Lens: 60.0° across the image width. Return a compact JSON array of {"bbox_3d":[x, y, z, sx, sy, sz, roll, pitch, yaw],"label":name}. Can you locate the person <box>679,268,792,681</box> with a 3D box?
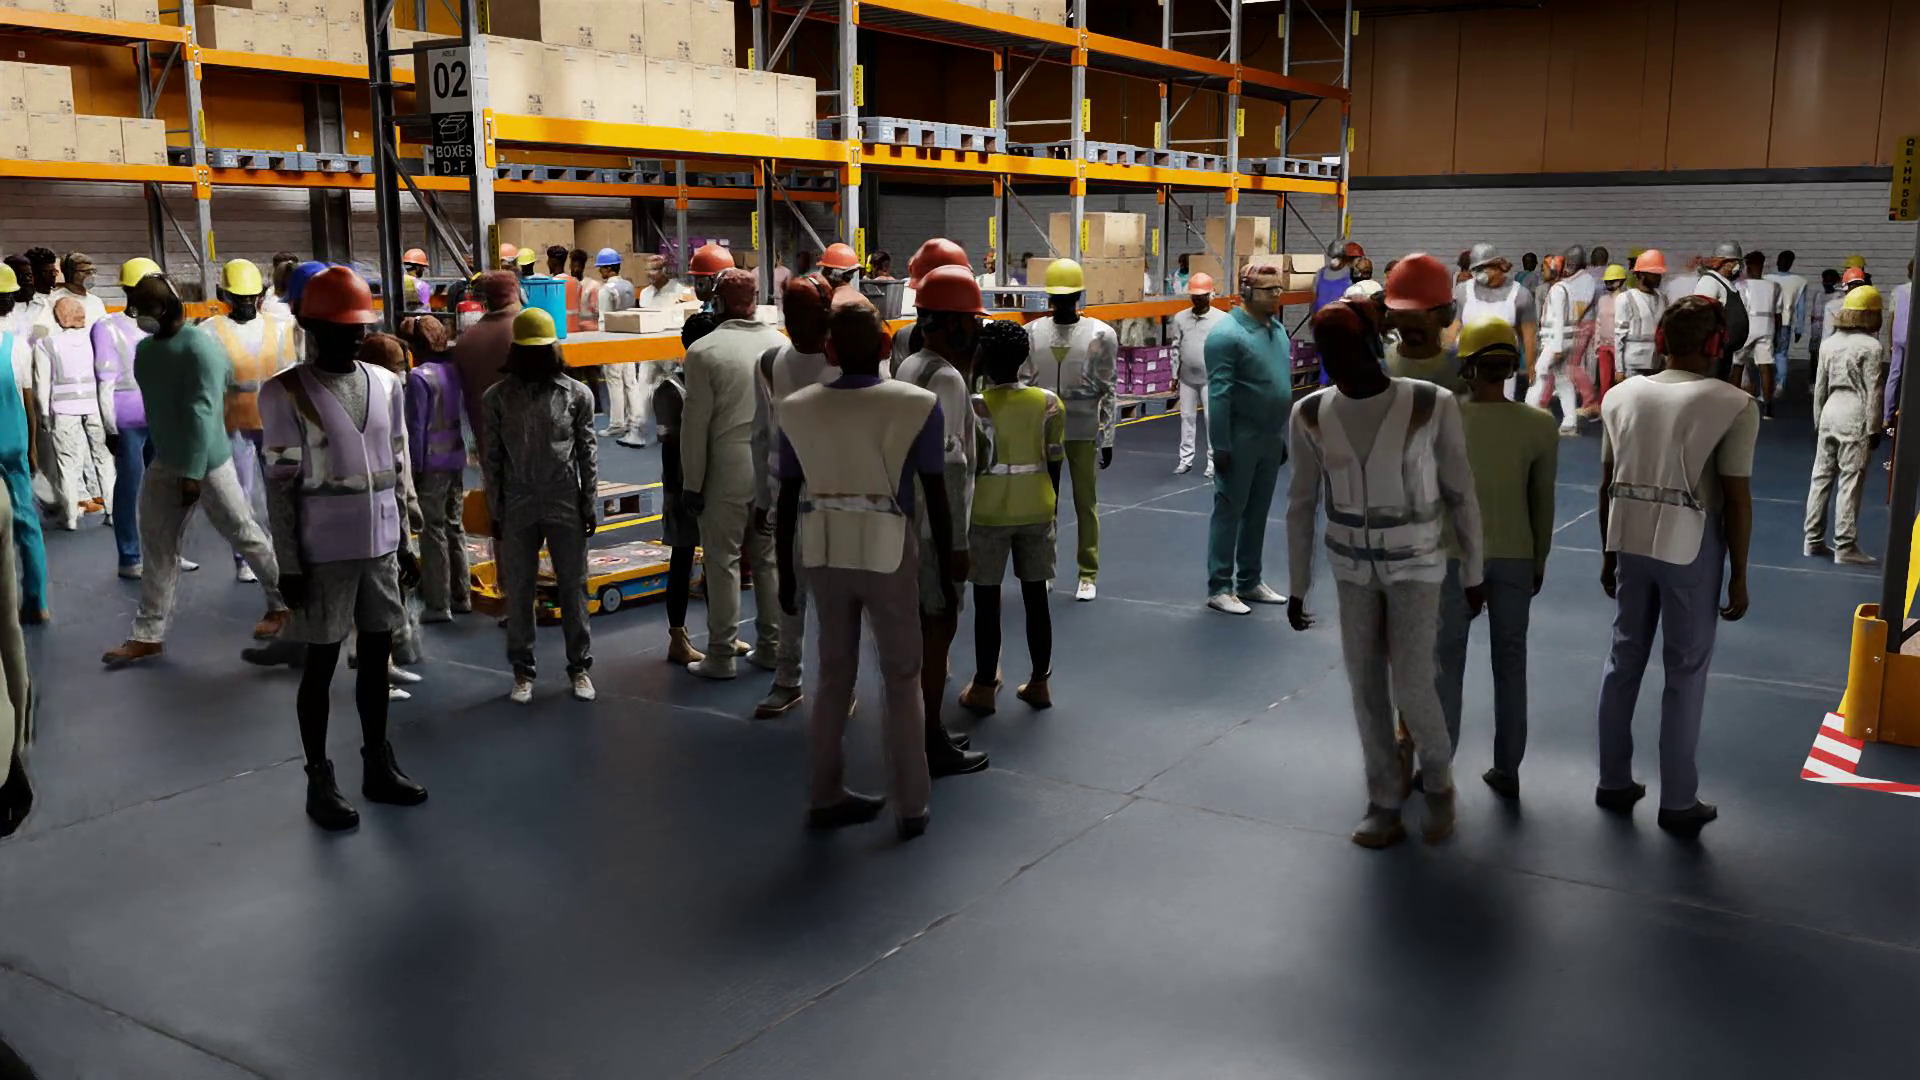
[{"bbox_3d":[-1.024,-0.301,7.719,0.653,1.895,0.400,-10,14,-44],"label":"person"}]

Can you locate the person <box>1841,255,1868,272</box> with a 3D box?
[{"bbox_3d":[12.174,-2.970,22.694,0.403,1.825,0.593,4,11,23],"label":"person"}]

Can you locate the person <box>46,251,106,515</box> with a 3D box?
[{"bbox_3d":[-6.489,-1.160,12.341,0.373,1.940,0.629,0,10,2],"label":"person"}]

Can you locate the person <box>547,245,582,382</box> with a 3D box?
[{"bbox_3d":[-4.503,-2.341,18.806,0.367,1.966,0.604,4,11,19],"label":"person"}]

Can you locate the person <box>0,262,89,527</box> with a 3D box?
[{"bbox_3d":[-6.614,-0.997,11.627,0.989,1.860,0.581,1,10,7],"label":"person"}]

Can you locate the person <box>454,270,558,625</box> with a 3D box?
[{"bbox_3d":[-2.321,-0.507,8.942,0.706,1.860,0.845,3,11,17],"label":"person"}]

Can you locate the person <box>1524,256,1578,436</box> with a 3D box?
[{"bbox_3d":[6.052,-2.004,17.246,0.867,1.850,0.604,5,12,27],"label":"person"}]

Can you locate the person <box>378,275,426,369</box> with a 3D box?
[{"bbox_3d":[-4.933,-1.511,14.924,0.499,1.702,0.795,-2,10,-9],"label":"person"}]

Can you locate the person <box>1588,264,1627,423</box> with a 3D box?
[{"bbox_3d":[7.144,-2.128,18.219,0.350,1.759,0.523,-4,11,-22],"label":"person"}]

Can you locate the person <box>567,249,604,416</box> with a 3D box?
[{"bbox_3d":[-4.390,-2.372,19.110,0.718,1.930,0.442,5,11,24],"label":"person"}]

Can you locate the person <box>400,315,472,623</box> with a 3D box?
[{"bbox_3d":[-2.787,-0.379,8.867,0.313,1.630,0.528,1,10,7],"label":"person"}]

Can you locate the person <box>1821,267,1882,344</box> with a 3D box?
[{"bbox_3d":[8.952,-1.870,16.789,0.564,1.751,0.342,0,10,3],"label":"person"}]

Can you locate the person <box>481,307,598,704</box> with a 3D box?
[{"bbox_3d":[-1.819,-0.141,7.260,0.485,1.737,0.321,-2,10,-12],"label":"person"}]

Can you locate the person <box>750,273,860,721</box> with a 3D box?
[{"bbox_3d":[-0.615,-0.171,7.008,0.575,1.885,0.361,4,11,20],"label":"person"}]

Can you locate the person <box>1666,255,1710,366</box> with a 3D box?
[{"bbox_3d":[8.824,-2.529,20.218,1.011,1.829,0.722,-5,11,-24],"label":"person"}]

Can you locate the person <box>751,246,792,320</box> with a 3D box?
[{"bbox_3d":[-2.759,-3.336,24.399,0.632,1.940,0.372,-3,11,-14],"label":"person"}]

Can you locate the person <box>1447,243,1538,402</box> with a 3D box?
[{"bbox_3d":[4.523,-1.533,14.125,0.774,2.000,0.548,4,11,21],"label":"person"}]

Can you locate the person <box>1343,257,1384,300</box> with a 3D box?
[{"bbox_3d":[4.191,-2.037,17.471,0.624,1.845,0.430,-10,14,-44],"label":"person"}]

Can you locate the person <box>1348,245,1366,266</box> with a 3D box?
[{"bbox_3d":[6.440,-3.845,27.218,0.542,1.939,0.362,-9,14,-42],"label":"person"}]

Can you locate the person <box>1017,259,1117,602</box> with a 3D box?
[{"bbox_3d":[0.586,-0.610,9.355,0.586,1.919,0.397,3,11,18],"label":"person"}]

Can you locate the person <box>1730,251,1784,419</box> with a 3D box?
[{"bbox_3d":[9.132,-2.345,19.059,0.628,1.905,0.852,0,10,3],"label":"person"}]

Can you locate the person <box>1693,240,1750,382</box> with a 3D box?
[{"bbox_3d":[7.601,-1.989,16.650,0.537,2.000,0.686,9,14,41],"label":"person"}]

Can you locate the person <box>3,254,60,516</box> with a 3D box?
[{"bbox_3d":[-6.710,-1.083,11.963,0.387,1.921,0.591,8,13,36],"label":"person"}]

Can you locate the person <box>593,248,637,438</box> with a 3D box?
[{"bbox_3d":[-3.541,-2.021,17.123,0.418,1.939,0.612,4,11,19],"label":"person"}]

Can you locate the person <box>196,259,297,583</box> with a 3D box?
[{"bbox_3d":[-4.194,-0.698,9.866,0.592,1.913,0.399,-10,14,-43],"label":"person"}]

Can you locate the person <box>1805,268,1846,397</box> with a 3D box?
[{"bbox_3d":[11.323,-2.697,21.597,0.678,1.667,0.541,-6,12,-30],"label":"person"}]

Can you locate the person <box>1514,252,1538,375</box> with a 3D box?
[{"bbox_3d":[8.499,-3.394,25.025,0.338,1.838,0.503,-3,11,-17],"label":"person"}]

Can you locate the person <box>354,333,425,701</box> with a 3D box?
[{"bbox_3d":[-2.567,-0.098,7.343,0.316,1.623,0.515,0,10,-1],"label":"person"}]

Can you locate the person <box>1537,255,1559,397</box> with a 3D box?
[{"bbox_3d":[7.703,-2.770,21.614,0.497,1.834,0.661,8,13,38],"label":"person"}]

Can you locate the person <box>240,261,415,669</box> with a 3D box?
[{"bbox_3d":[-2.990,-0.311,7.685,0.869,1.913,0.646,-5,12,-27],"label":"person"}]

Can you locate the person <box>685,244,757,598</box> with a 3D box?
[{"bbox_3d":[-1.365,-0.662,9.422,0.379,1.996,0.610,5,11,26],"label":"person"}]

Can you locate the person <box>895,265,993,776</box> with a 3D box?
[{"bbox_3d":[-0.065,-0.071,6.330,0.387,1.930,0.544,-3,11,-17],"label":"person"}]
